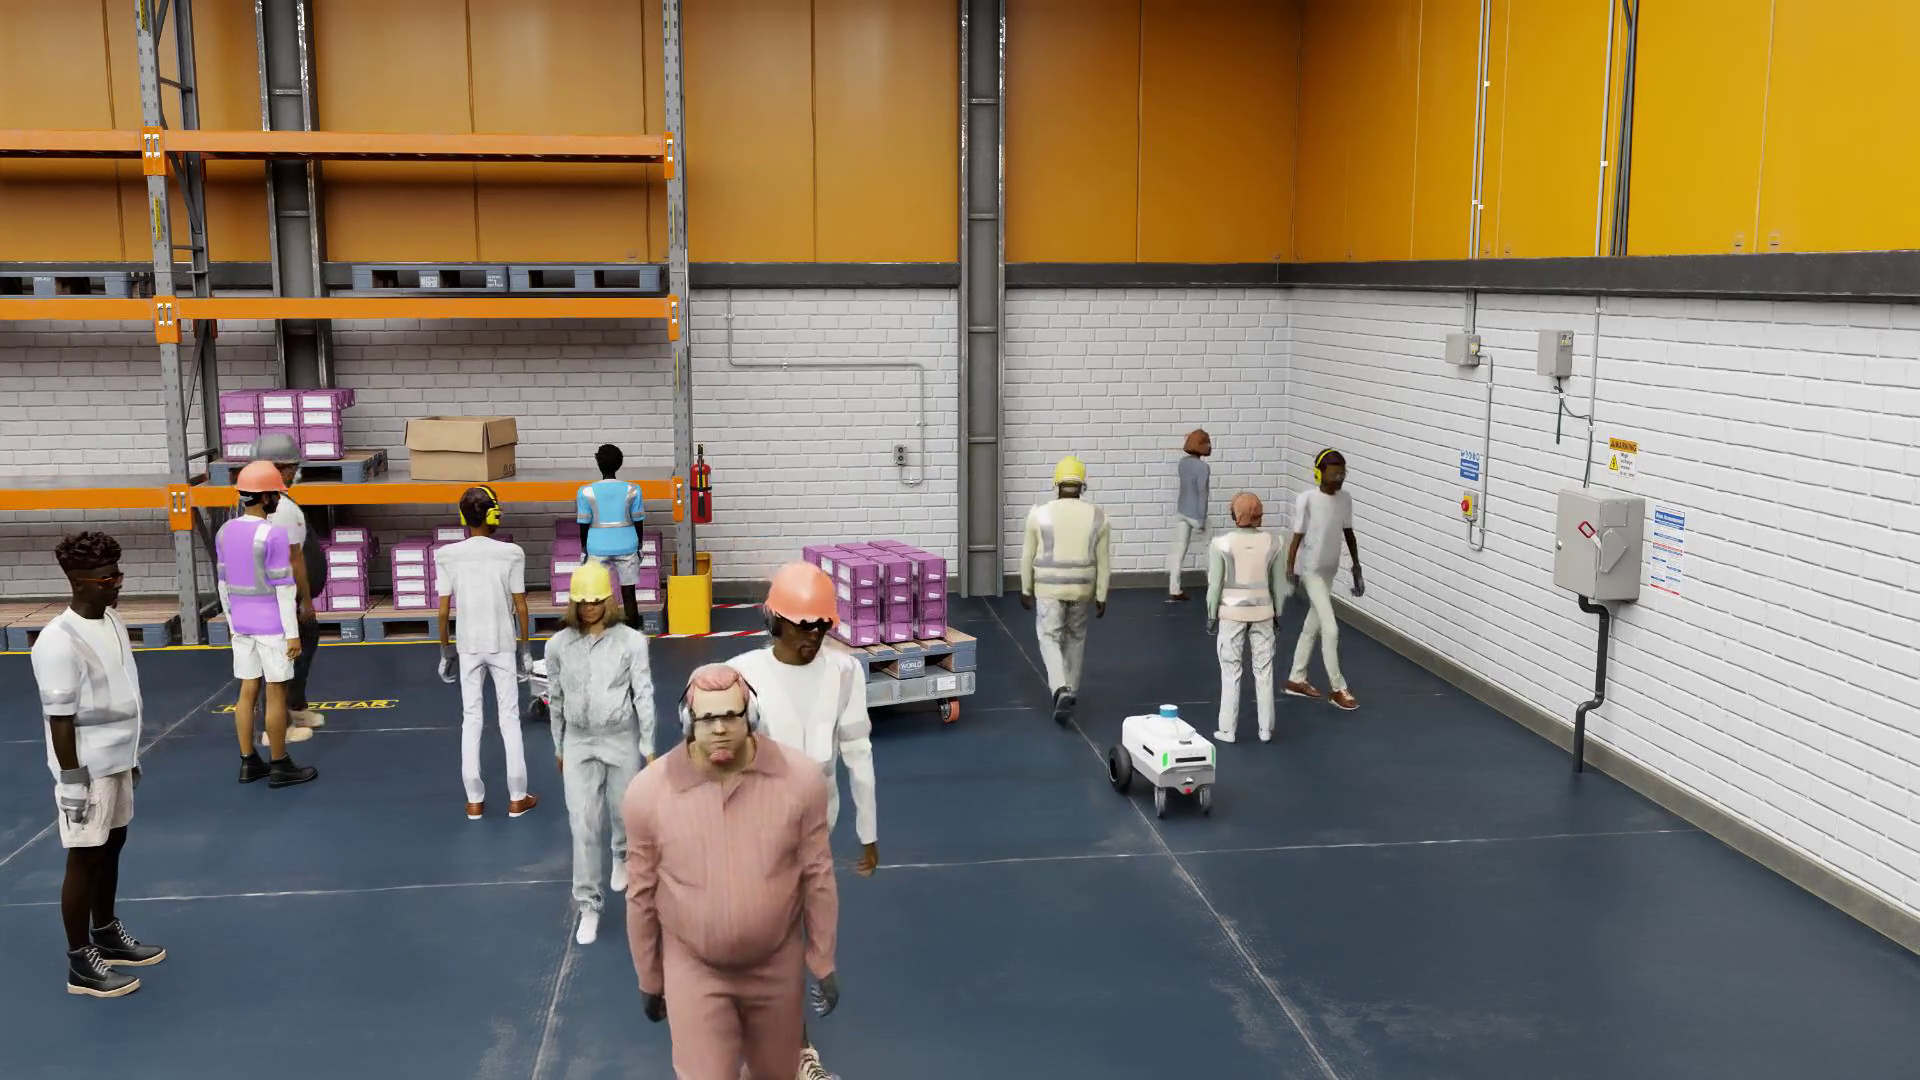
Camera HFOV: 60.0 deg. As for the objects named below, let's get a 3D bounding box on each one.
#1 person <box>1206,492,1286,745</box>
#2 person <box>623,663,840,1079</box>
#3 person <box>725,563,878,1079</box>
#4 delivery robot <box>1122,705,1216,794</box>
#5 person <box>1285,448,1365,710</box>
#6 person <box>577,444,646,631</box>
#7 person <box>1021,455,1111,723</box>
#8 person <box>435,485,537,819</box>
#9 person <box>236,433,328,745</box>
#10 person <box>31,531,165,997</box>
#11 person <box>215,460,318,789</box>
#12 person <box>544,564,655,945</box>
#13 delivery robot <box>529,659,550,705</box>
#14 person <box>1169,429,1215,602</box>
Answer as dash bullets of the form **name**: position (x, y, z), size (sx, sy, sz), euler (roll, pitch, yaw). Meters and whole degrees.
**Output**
- **person**: position (1.839, 0.507, 10.712), size (0.523, 1.636, 0.310), euler (-1, 9, -6)
- **person**: position (-0.713, 1.272, 5.181), size (0.640, 1.882, 0.839), euler (-2, 9, -15)
- **person**: position (-0.573, 1.071, 6.111), size (0.621, 1.980, 1.058), euler (-5, 11, -31)
- **delivery robot**: position (1.192, 1.190, 9.528), size (0.477, 0.478, 0.707), euler (-2, 9, -14)
- **person**: position (2.590, 0.264, 11.637), size (0.654, 1.819, 0.791), euler (-7, 11, -37)
- **person**: position (-2.749, 0.086, 13.147), size (0.539, 1.700, 0.317), euler (-3, 10, -18)
- **person**: position (0.727, 0.335, 11.300), size (0.602, 1.805, 0.798), euler (-2, 9, -9)
- **person**: position (-2.643, 0.630, 9.266), size (0.521, 1.859, 0.334), euler (-1, 9, -5)
- **person**: position (-4.323, 0.297, 10.770), size (0.627, 2.000, 0.702), euler (-6, 11, -35)
- **person**: position (-3.655, 0.928, 7.057), size (0.362, 1.963, 0.613), euler (-1, 9, -5)
- **person**: position (-4.112, 0.494, 9.858), size (0.551, 1.935, 0.375), euler (5, 10, 26)
- **person**: position (-1.684, 0.934, 7.842), size (0.499, 1.713, 0.843), euler (-1, 9, -8)
- **delivery robot**: position (-2.599, 0.892, 11.385), size (0.477, 0.478, 0.707), euler (6, 11, 34)
- **person**: position (2.264, -0.224, 15.403), size (0.781, 1.599, 0.507), euler (-5, 10, -28)
